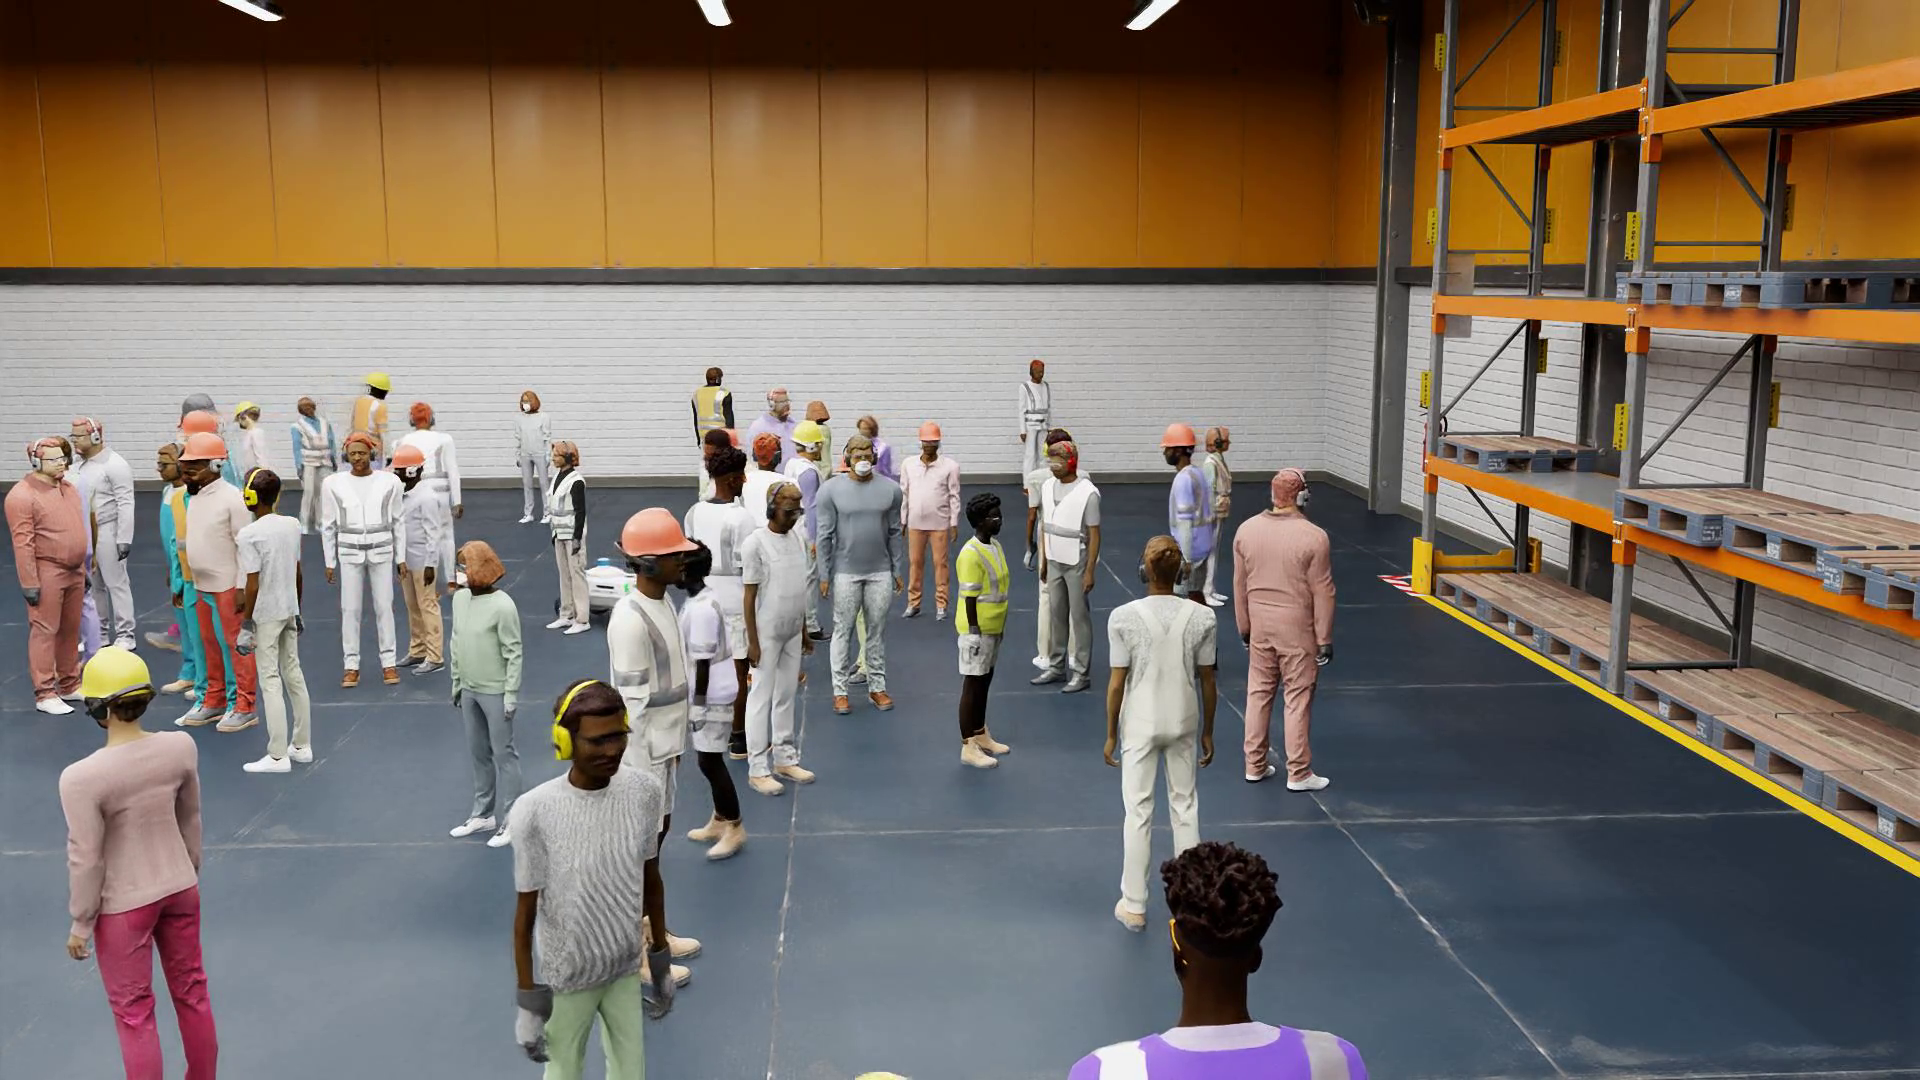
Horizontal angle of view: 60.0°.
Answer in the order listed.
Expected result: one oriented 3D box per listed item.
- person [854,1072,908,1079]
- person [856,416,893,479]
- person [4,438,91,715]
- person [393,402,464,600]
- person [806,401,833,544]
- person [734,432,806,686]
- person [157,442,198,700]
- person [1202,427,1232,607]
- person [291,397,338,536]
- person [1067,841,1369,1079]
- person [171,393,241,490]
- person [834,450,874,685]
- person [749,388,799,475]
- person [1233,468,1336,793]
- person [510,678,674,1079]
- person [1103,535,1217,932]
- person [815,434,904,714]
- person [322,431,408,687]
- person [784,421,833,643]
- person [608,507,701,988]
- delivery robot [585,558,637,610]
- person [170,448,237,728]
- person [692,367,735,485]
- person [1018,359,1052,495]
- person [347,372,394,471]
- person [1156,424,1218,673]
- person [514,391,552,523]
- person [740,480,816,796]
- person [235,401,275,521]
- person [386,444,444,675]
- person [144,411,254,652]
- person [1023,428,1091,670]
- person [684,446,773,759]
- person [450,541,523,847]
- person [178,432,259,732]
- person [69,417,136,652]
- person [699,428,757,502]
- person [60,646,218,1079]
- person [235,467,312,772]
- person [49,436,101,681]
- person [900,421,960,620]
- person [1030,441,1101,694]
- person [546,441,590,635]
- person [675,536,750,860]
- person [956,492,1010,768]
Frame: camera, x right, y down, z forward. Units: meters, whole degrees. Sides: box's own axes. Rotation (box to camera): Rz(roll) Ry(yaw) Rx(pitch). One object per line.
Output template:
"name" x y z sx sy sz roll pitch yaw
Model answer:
"person" -0.090 1.744 2.823 0.887 1.687 0.506 5 10 27
"person" -0.980 -0.440 16.799 0.525 1.602 0.810 6 11 31
"person" -6.275 0.242 11.561 0.409 1.907 0.651 1 9 5
"person" -4.952 -0.368 15.623 0.640 1.832 0.935 -1 9 -5
"person" -1.567 -0.729 18.506 0.286 1.633 0.500 2 9 15
"person" -1.398 0.152 12.203 0.574 1.883 0.356 3 9 17
"person" -5.519 0.220 11.886 0.505 1.846 0.347 7 11 37
"person" 2.342 -0.221 15.294 0.310 1.641 0.522 3 9 16
"person" -7.543 -0.863 19.431 0.335 1.624 0.556 6 11 33
"person" 0.482 1.538 3.232 0.606 1.966 0.367 -2 9 -10
"person" -6.375 -0.232 14.117 0.537 2.000 0.675 -2 9 -11
"person" -0.764 0.192 12.348 0.335 1.749 0.576 -1 9 -4
"person" -1.794 -0.564 16.606 0.408 1.913 0.643 7 11 37
"person" 1.925 0.525 9.786 0.651 1.905 0.409 8 12 43
"person" -1.091 1.315 4.979 0.526 1.860 0.321 -8 12 -41
"person" 0.920 0.891 7.677 0.521 1.844 0.331 -1 9 -5
"person" -0.684 0.231 11.522 0.635 1.938 0.360 -3 10 -21
"person" -4.381 0.141 12.261 0.585 1.882 0.343 -3 10 -20
"person" -1.247 -0.070 13.754 0.404 1.829 0.600 -3 10 -20
"person" -1.297 0.875 7.141 0.381 2.045 0.615 0 9 1
"delivery robot" -3.098 0.402 14.493 0.707 0.478 0.477 4 10 22
"person" -5.020 0.305 11.145 0.587 1.913 0.391 3 10 18
"person" -3.206 -1.348 21.793 0.619 1.836 0.430 5 10 30
"person" 1.040 -1.537 22.833 0.585 1.878 0.369 -8 12 -42
"person" -7.036 -1.075 19.911 0.622 1.877 0.496 6 11 35
"person" 1.727 0.074 12.651 0.524 1.906 0.568 3 10 19
"person" -5.211 -1.010 20.304 0.493 1.625 0.282 2 9 12
"person" -1.063 0.560 9.780 0.348 1.838 0.506 7 11 37
"person" -7.262 -0.565 17.226 0.327 1.717 0.663 -5 10 -30
"person" -4.155 0.141 12.674 0.324 1.749 0.572 -8 12 -43
"person" -6.069 -0.070 13.384 0.981 1.935 0.636 -4 10 -21
"person" 0.751 0.070 12.776 0.531 1.864 0.316 -1 9 -5
"person" -1.455 0.392 10.440 0.610 1.962 0.363 8 12 40
"person" -2.528 0.810 8.847 0.507 1.632 0.264 7 11 36
"person" -4.948 0.276 11.063 0.608 1.996 0.380 5 10 30
"person" -6.876 -0.025 13.237 0.652 1.906 0.403 4 10 23
"person" -1.989 -0.131 14.492 0.574 1.720 0.843 4 10 22
"person" -2.843 1.238 5.745 0.324 1.769 0.523 4 10 25
"person" -4.206 0.486 10.138 0.329 1.873 0.514 3 9 17
"person" -6.682 0.137 12.464 0.347 1.834 0.518 3 10 19
"person" -0.279 -0.170 14.608 0.560 1.756 0.318 2 9 15
"person" 0.801 0.189 12.112 0.402 1.837 0.564 -7 11 -37
"person" -3.315 -0.029 14.081 0.307 1.645 0.511 -7 12 -38
"person" -1.313 0.811 8.680 0.364 1.687 0.563 -2 9 -15
"person" 0.145 0.547 10.303 0.317 1.696 0.539 3 9 17
